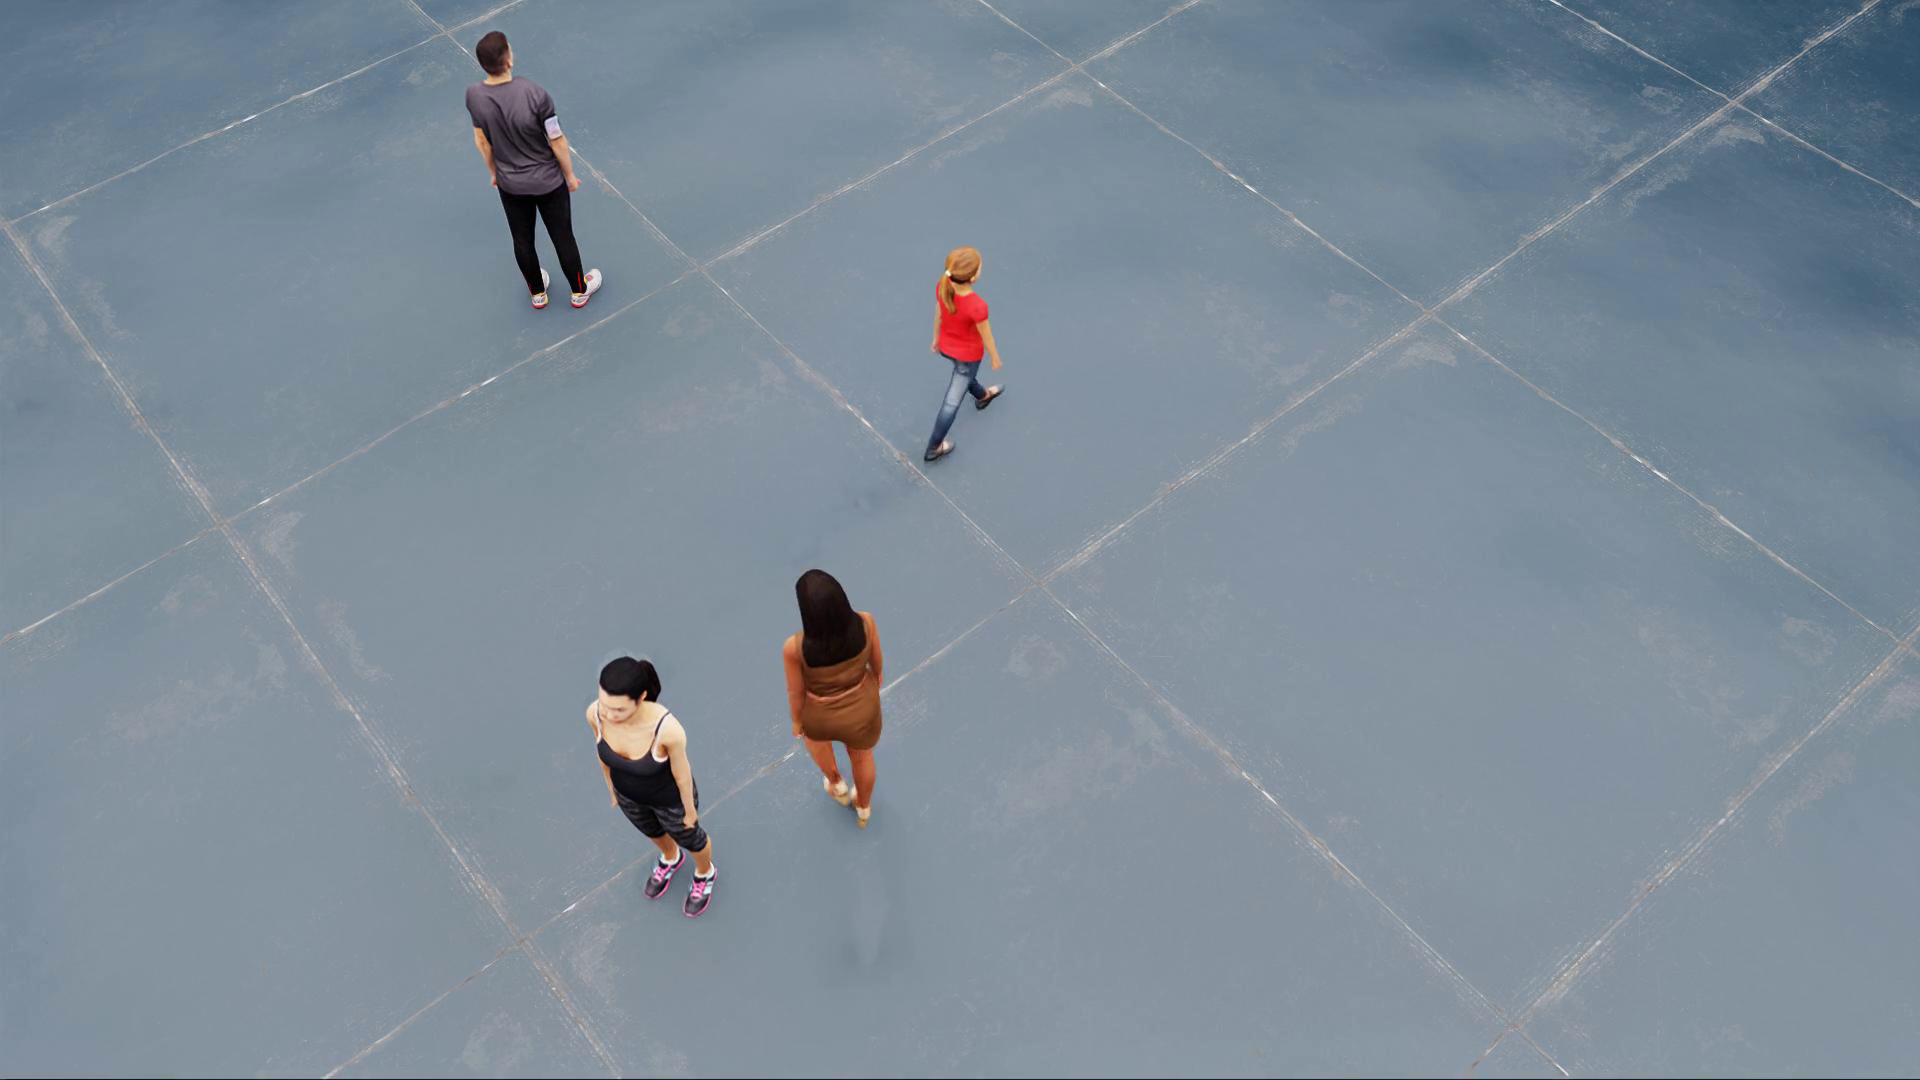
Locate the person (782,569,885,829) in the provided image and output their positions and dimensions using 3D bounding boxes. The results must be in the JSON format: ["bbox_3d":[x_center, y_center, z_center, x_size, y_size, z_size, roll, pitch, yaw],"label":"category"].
[{"bbox_3d":[-0.481,0.755,6.903,0.634,1.668,0.736,-18,54,-13],"label":"person"}]

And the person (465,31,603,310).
[{"bbox_3d":[-2.319,-1.952,8.938,0.710,1.764,0.775,3,52,2],"label":"person"}]

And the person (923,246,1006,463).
[{"bbox_3d":[-0.040,-0.921,8.445,0.566,1.281,0.918,38,61,25],"label":"person"}]

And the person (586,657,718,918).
[{"bbox_3d":[-1.213,0.988,6.688,0.646,1.721,0.681,14,53,10],"label":"person"}]
